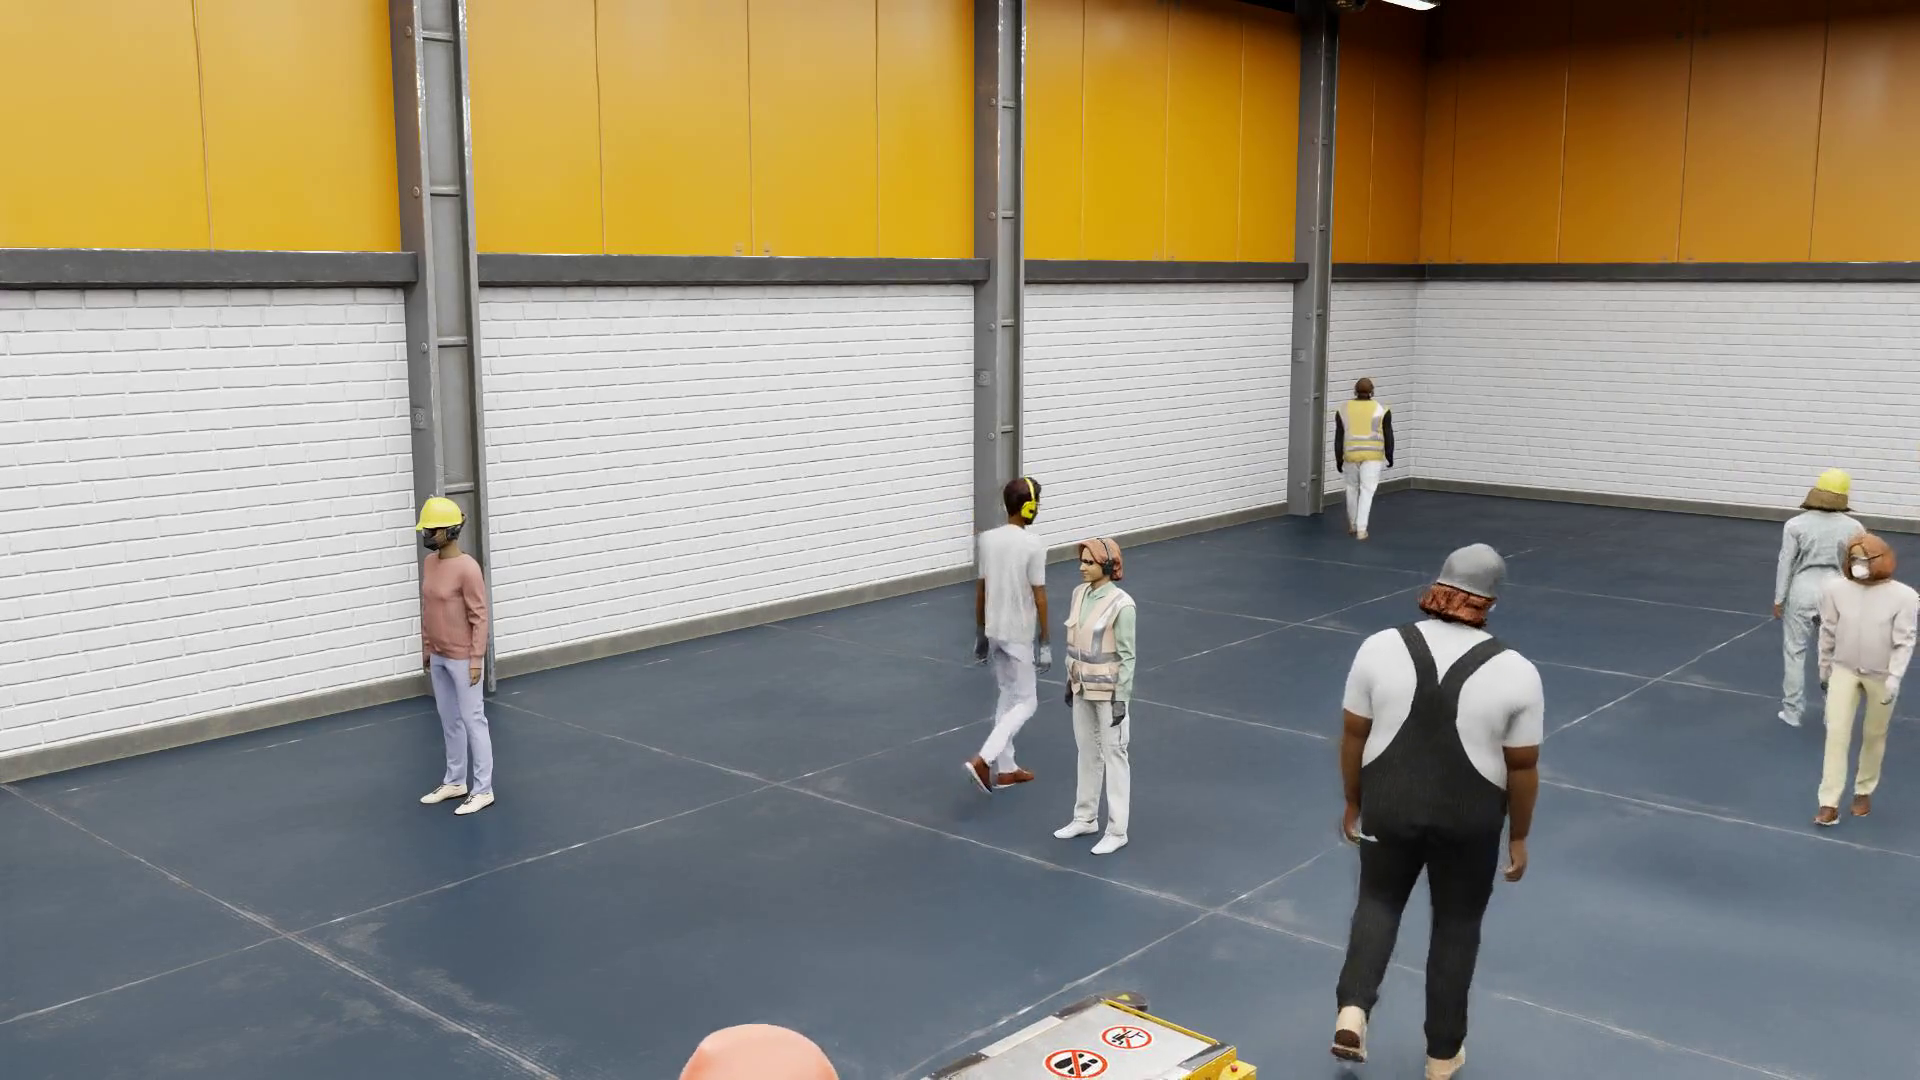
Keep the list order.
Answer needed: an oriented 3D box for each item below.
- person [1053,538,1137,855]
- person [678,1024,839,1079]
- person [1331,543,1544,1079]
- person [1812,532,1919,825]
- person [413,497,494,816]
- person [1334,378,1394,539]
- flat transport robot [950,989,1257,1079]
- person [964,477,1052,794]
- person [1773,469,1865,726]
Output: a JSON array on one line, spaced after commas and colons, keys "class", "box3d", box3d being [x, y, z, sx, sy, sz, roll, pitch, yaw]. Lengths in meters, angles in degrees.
[{"class": "person", "box3d": [0.720, 0.796, 8.618, 0.307, 1.641, 0.511, -6, 11, -32]}, {"class": "person", "box3d": [-0.303, 1.631, 2.480, 0.490, 1.918, 0.561, -4, 10, -24]}, {"class": "person", "box3d": [1.757, 0.993, 6.122, 0.723, 2.000, 0.717, 4, 10, 26]}, {"class": "person", "box3d": [4.843, 0.762, 8.957, 0.492, 1.587, 0.807, 8, 12, 39]}, {"class": "person", "box3d": [-2.822, 0.639, 9.207, 0.533, 1.767, 0.327, 8, 12, 40]}, {"class": "person", "box3d": [4.640, -0.944, 19.017, 0.630, 1.803, 0.869, 5, 10, 27]}, {"class": "flat transport robot", "box3d": [0.356, 1.933, 5.758, 0.652, 0.197, 1.431, 9, 12, 43]}, {"class": "person", "box3d": [0.247, 0.564, 9.458, 0.559, 1.843, 0.633, 8, 12, 43]}, {"class": "person", "box3d": [5.609, 0.399, 10.851, 0.505, 1.714, 0.516, 2, 9, 13]}]
